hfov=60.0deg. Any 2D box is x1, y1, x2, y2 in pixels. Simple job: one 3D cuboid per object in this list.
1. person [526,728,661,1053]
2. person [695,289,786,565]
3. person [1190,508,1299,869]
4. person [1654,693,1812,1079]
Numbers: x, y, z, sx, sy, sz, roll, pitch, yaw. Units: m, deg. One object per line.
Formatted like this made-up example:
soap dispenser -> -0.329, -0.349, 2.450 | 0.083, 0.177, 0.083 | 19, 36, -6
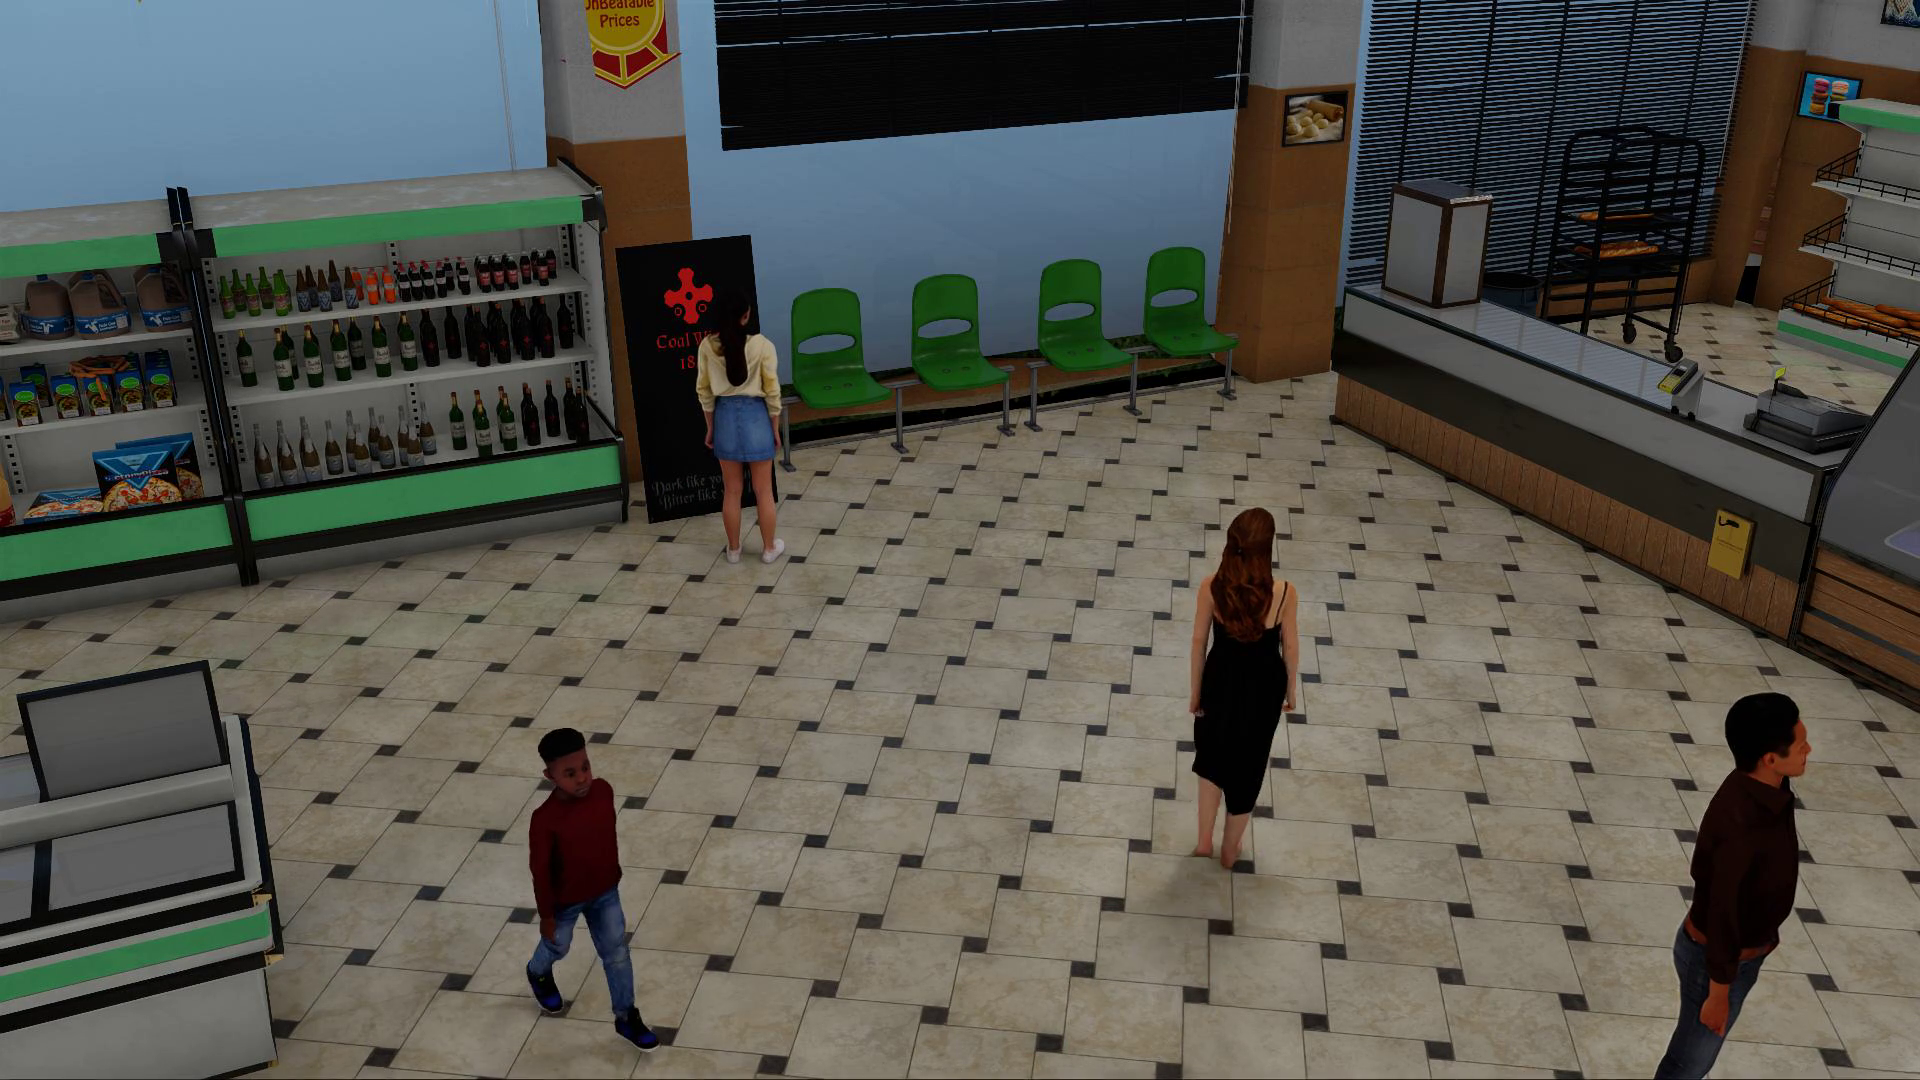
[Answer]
person -> -1.385, 1.195, 5.842 | 0.867, 1.245, 0.749 | -21, 31, -40
person -> -1.253, -0.643, 9.560 | 0.662, 1.631, 0.781 | 2, 24, 4
person -> 1.105, 0.655, 6.618 | 0.777, 1.610, 0.834 | 7, 25, 16
person -> 2.304, 1.248, 5.048 | 0.785, 1.782, 0.649 | 16, 28, 32
